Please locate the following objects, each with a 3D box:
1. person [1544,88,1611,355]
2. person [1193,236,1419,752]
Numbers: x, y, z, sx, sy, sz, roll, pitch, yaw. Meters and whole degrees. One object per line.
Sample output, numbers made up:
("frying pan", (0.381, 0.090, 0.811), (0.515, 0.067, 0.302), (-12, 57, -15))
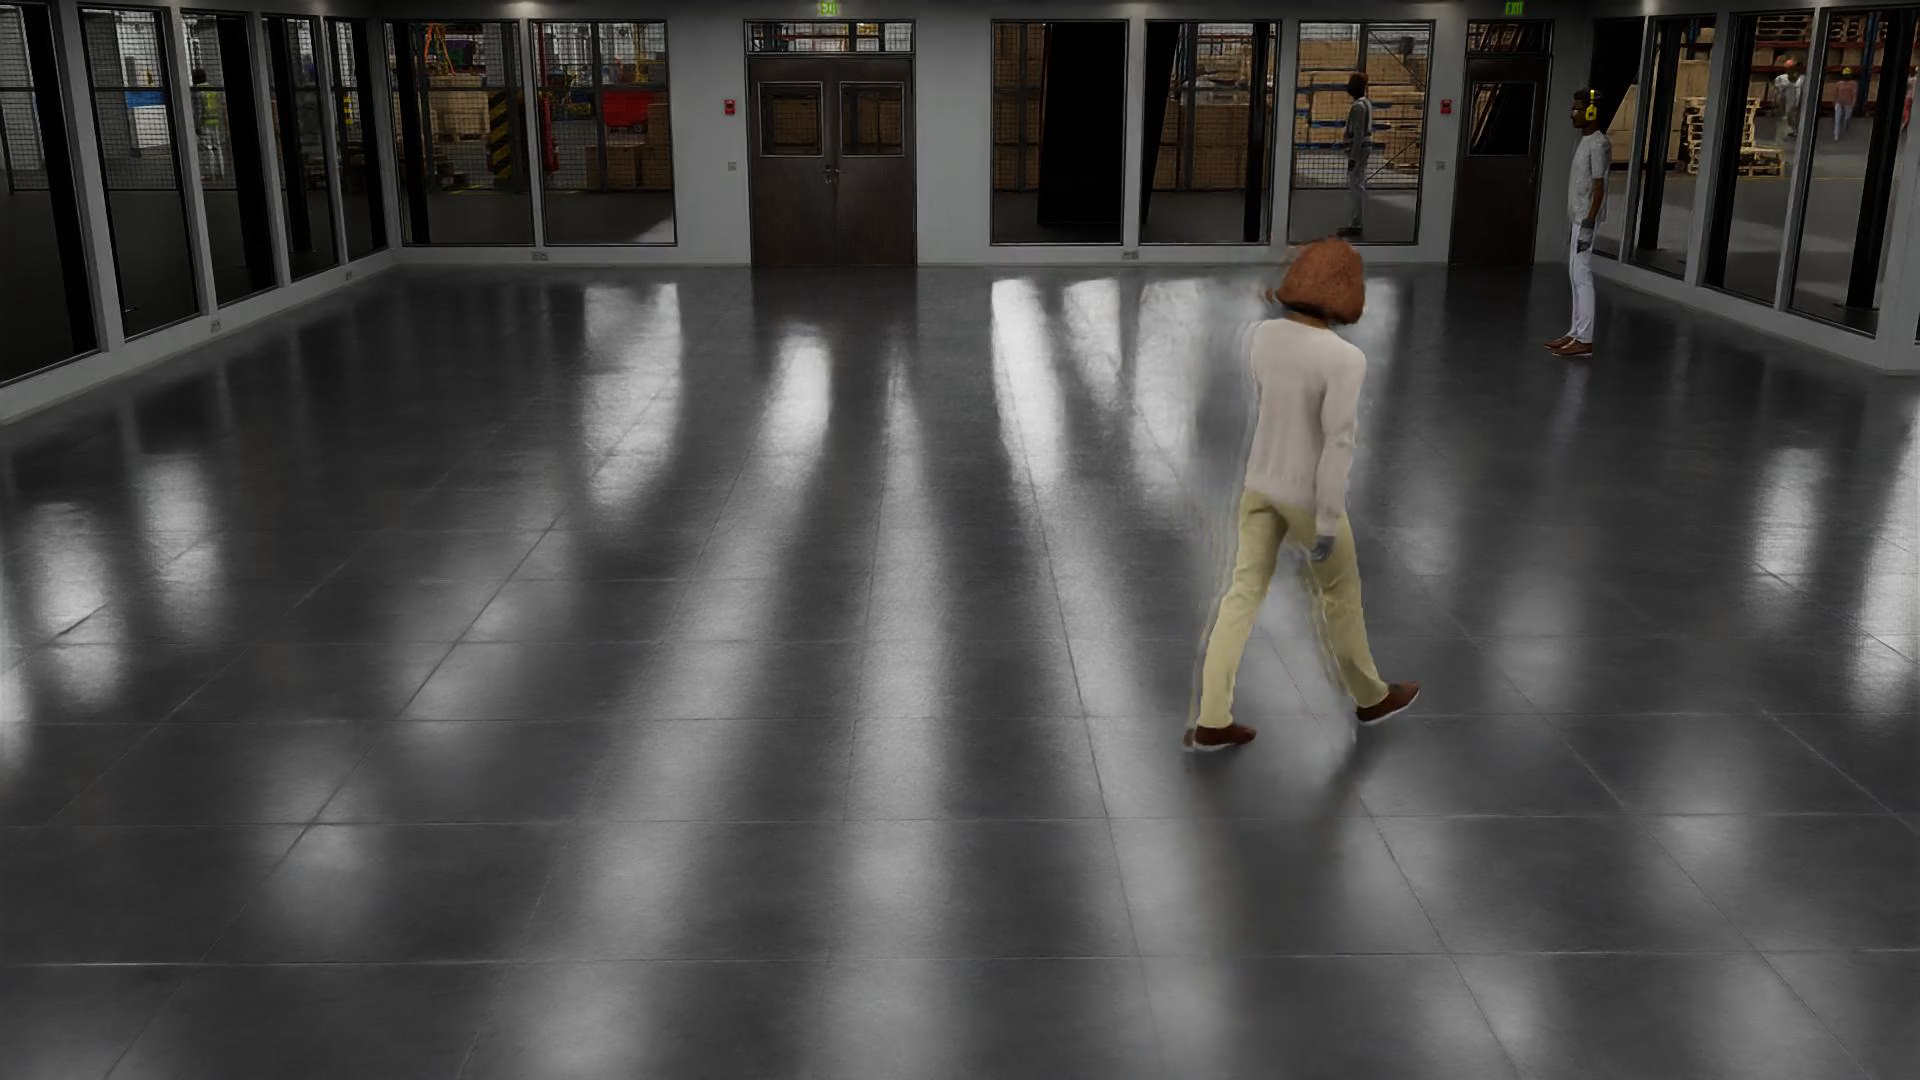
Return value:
("person", (4.420, -2.245, 11.815), (0.310, 1.868, 0.532), (3, 17, 12))
("person", (1.077, -0.135, 5.123), (0.842, 1.585, 0.503), (-10, 19, -31))
